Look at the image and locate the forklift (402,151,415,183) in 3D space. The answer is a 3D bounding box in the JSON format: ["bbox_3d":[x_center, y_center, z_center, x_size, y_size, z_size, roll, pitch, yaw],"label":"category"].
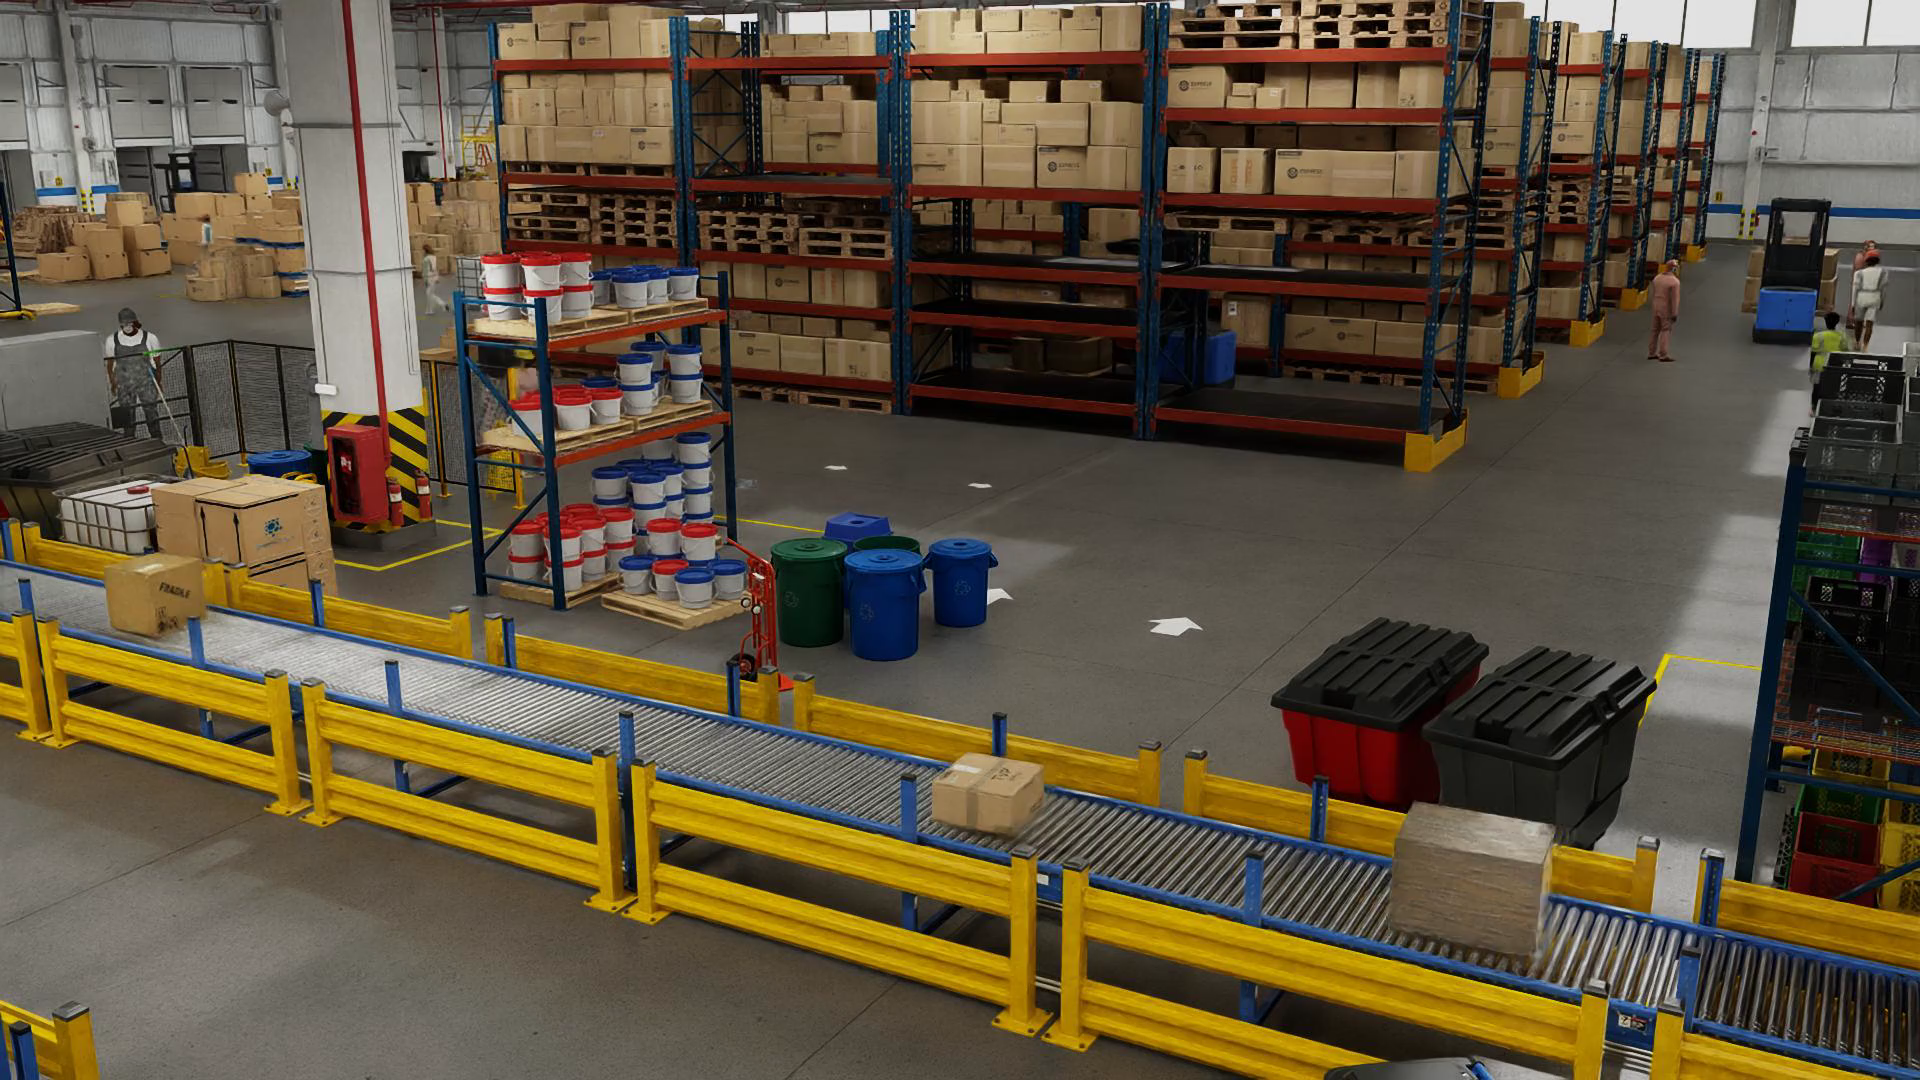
[{"bbox_3d":[-21.377,-13.658,64.445,1.873,2.768,1.129,0,15,1],"label":"forklift"}]

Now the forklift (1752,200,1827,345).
[{"bbox_3d":[16.794,-5.444,33.565,1.129,2.768,1.873,8,17,27],"label":"forklift"}]

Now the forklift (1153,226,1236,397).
[{"bbox_3d":[3.532,-3.791,27.352,1.873,2.768,1.129,8,17,28],"label":"forklift"}]

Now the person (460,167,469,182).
[{"bbox_3d":[-21.638,-15.306,72.512,0.842,1.902,0.652,-9,18,-31],"label":"person"}]

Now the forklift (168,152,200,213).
[{"bbox_3d":[-28.984,-13.085,62.291,1.873,2.768,1.129,8,17,28],"label":"forklift"}]

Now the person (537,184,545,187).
[{"bbox_3d":[-15.812,-12.778,62.966,0.556,1.919,0.680,-2,15,-6],"label":"person"}]

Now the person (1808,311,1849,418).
[{"bbox_3d":[13.224,-2.643,25.339,0.532,1.669,0.655,3,15,11],"label":"person"}]

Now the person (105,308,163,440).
[{"bbox_3d":[-11.365,-2.188,22.933,0.688,2.000,0.539,-6,16,-21],"label":"person"}]

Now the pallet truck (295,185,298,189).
[{"bbox_3d":[-26.804,-14.617,69.738,1.885,1.965,0.823,-14,20,-42],"label":"pallet truck"}]

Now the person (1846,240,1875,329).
[{"bbox_3d":[19.237,-5.438,35.437,0.635,1.900,0.397,-13,20,-41],"label":"person"}]

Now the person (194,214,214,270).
[{"bbox_3d":[-21.380,-8.402,47.100,0.624,1.613,0.528,-12,19,-39],"label":"person"}]

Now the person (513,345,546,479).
[{"bbox_3d":[-5.524,-1.640,21.433,0.599,1.745,0.543,8,17,28],"label":"person"}]

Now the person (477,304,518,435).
[{"bbox_3d":[-6.705,-2.453,24.081,0.643,1.965,0.796,-11,18,-35],"label":"person"}]

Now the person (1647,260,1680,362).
[{"bbox_3d":[13.208,-4.287,31.101,0.400,1.902,0.642,-5,16,-18],"label":"person"}]

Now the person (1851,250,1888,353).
[{"bbox_3d":[17.480,-4.570,32.029,0.604,1.984,1.088,8,17,27],"label":"person"}]

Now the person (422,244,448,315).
[{"bbox_3d":[-11.903,-5.867,37.573,0.644,1.622,0.521,3,15,10],"label":"person"}]
